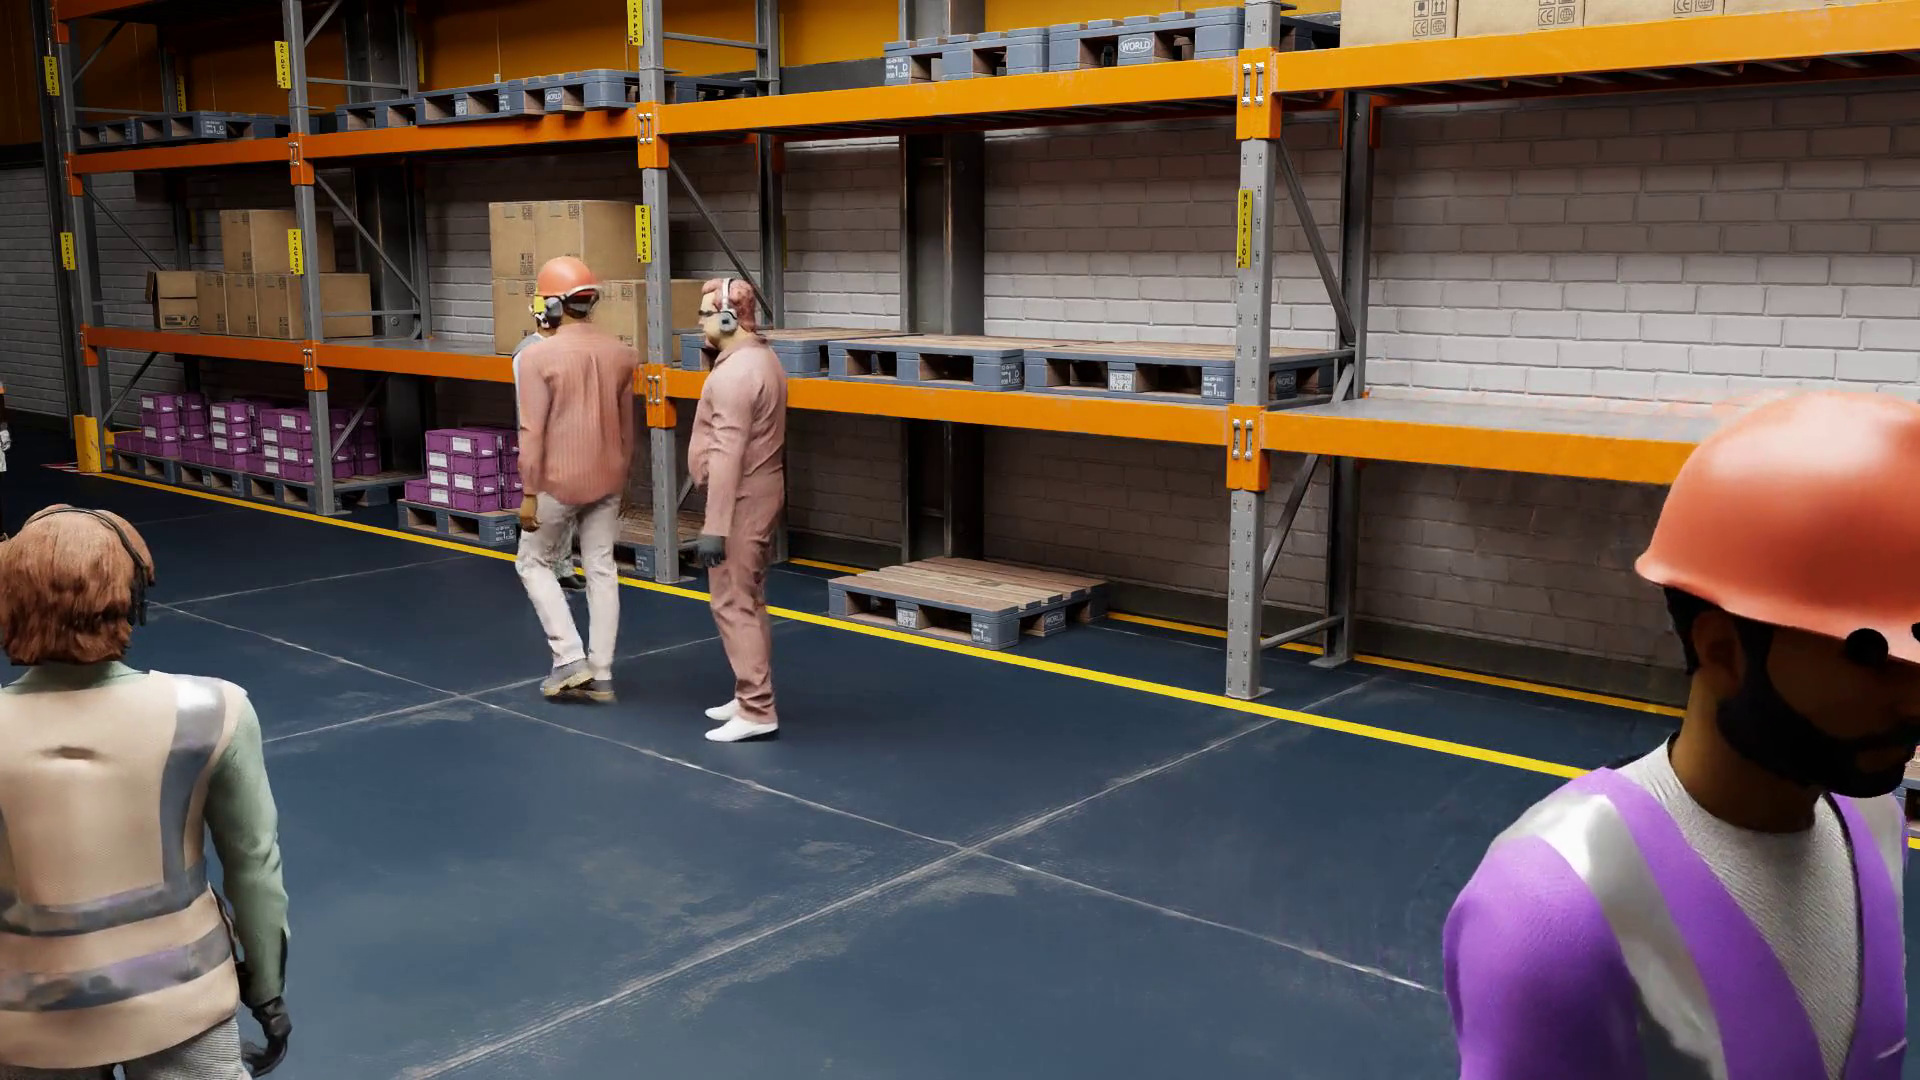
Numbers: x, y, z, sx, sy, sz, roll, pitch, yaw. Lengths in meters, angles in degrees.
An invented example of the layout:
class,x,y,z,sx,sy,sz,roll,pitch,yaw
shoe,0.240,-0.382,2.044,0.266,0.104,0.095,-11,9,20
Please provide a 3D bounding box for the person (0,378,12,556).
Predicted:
class,x,y,z,sx,sy,sz,roll,pitch,yaw
person,-6.379,-0.693,10.718,0.532,1.692,0.320,1,10,3

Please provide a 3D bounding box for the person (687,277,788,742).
class,x,y,z,sx,sy,sz,roll,pitch,yaw
person,-0.923,-0.120,6.866,0.399,1.906,0.693,1,10,4

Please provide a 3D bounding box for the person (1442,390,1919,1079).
class,x,y,z,sx,sy,sz,roll,pitch,yaw
person,0.612,0.799,1.613,0.542,1.917,0.647,-6,12,-32

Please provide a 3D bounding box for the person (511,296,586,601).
class,x,y,z,sx,sy,sz,roll,pitch,yaw
person,-2.339,-0.564,9.621,0.403,1.827,0.595,2,10,14

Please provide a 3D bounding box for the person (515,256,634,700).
class,x,y,z,sx,sy,sz,roll,pitch,yaw
person,-1.721,-0.256,7.397,0.456,1.981,0.648,8,13,40

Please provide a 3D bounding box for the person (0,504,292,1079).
class,x,y,z,sx,sy,sz,roll,pitch,yaw
person,-1.312,0.763,2.583,0.523,1.638,0.310,-4,11,-24
